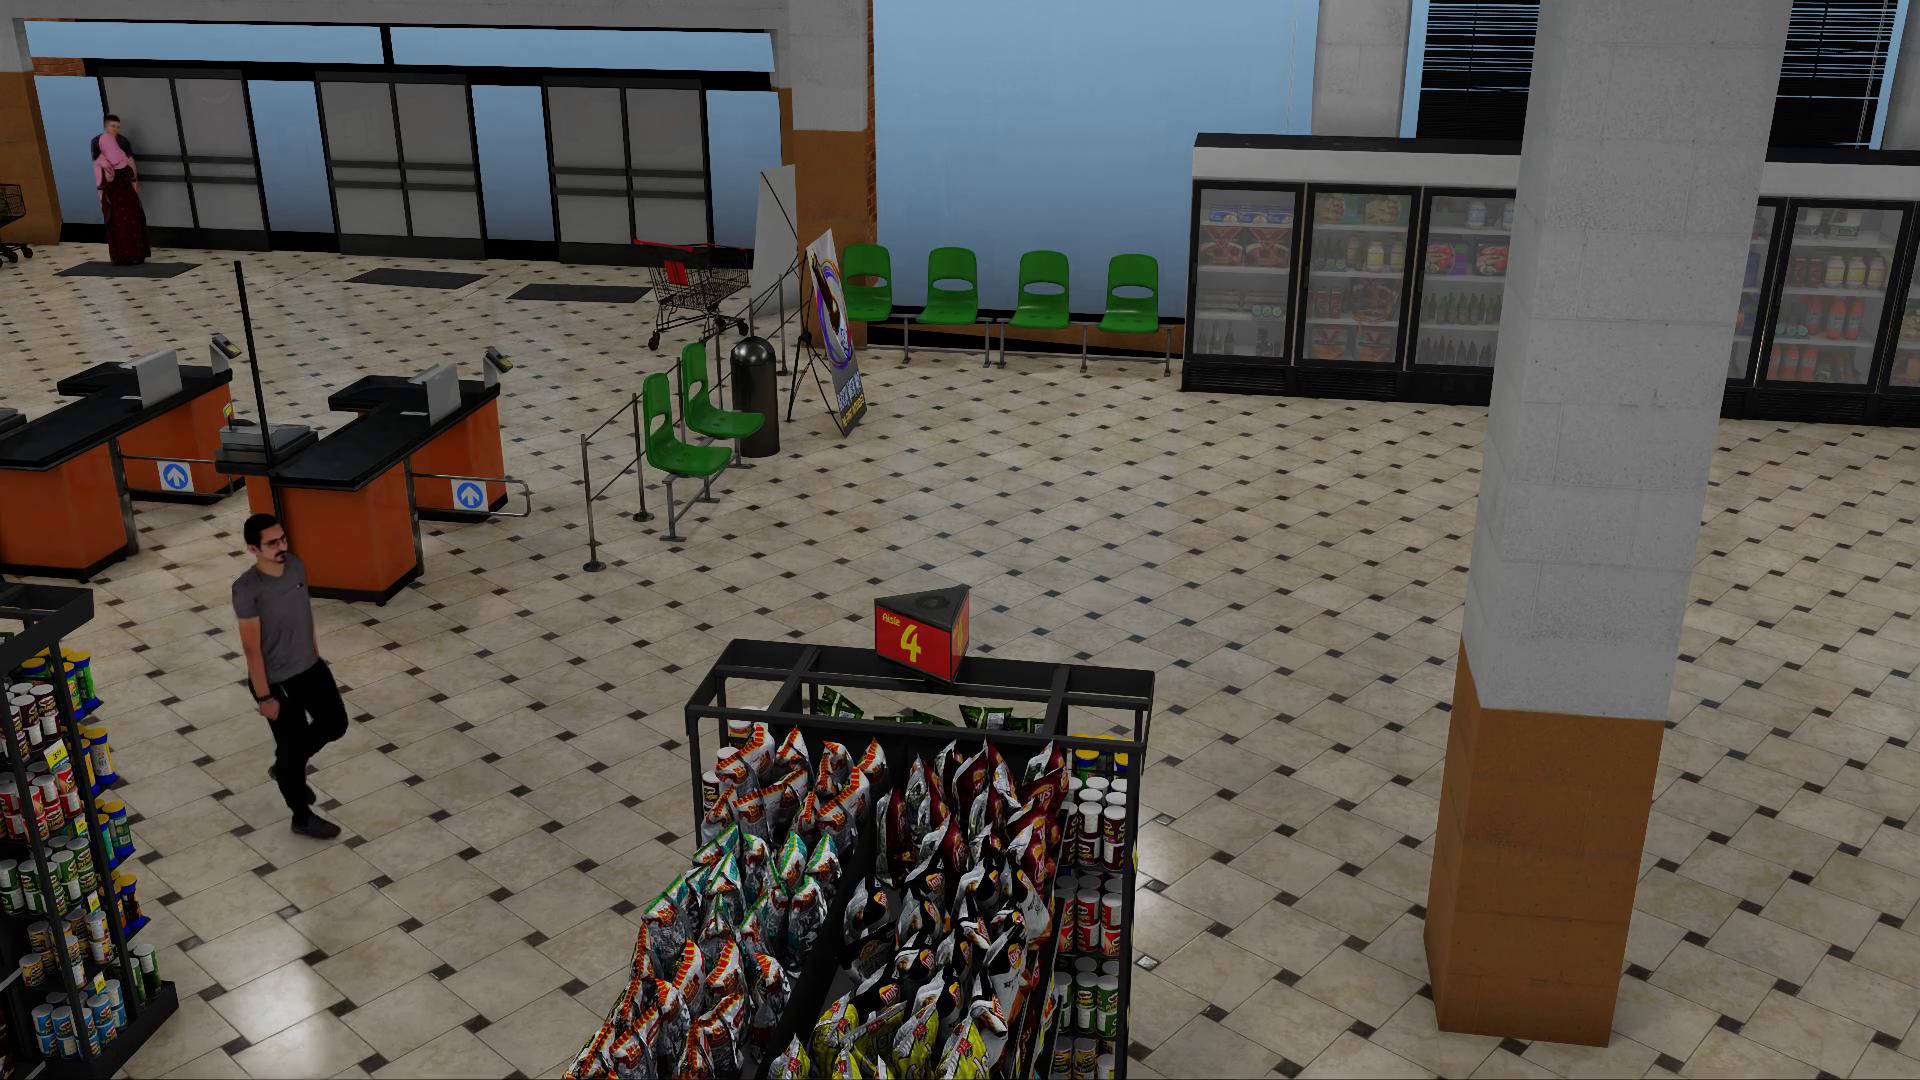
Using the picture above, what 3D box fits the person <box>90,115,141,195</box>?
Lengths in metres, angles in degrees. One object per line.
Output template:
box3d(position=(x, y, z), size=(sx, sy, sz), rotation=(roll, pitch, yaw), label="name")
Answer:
box3d(position=(-10.838, -4.591, 21.435), size=(0.849, 1.738, 0.935), rotation=(-2, 22, -5), label="person")

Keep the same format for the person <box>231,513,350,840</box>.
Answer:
box3d(position=(-3.436, 0.666, 8.344), size=(0.750, 1.743, 0.697), rotation=(7, 23, 16), label="person")

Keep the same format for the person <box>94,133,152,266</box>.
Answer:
box3d(position=(-10.462, -4.244, 20.706), size=(0.748, 1.638, 0.825), rotation=(-17, 28, -37), label="person")
